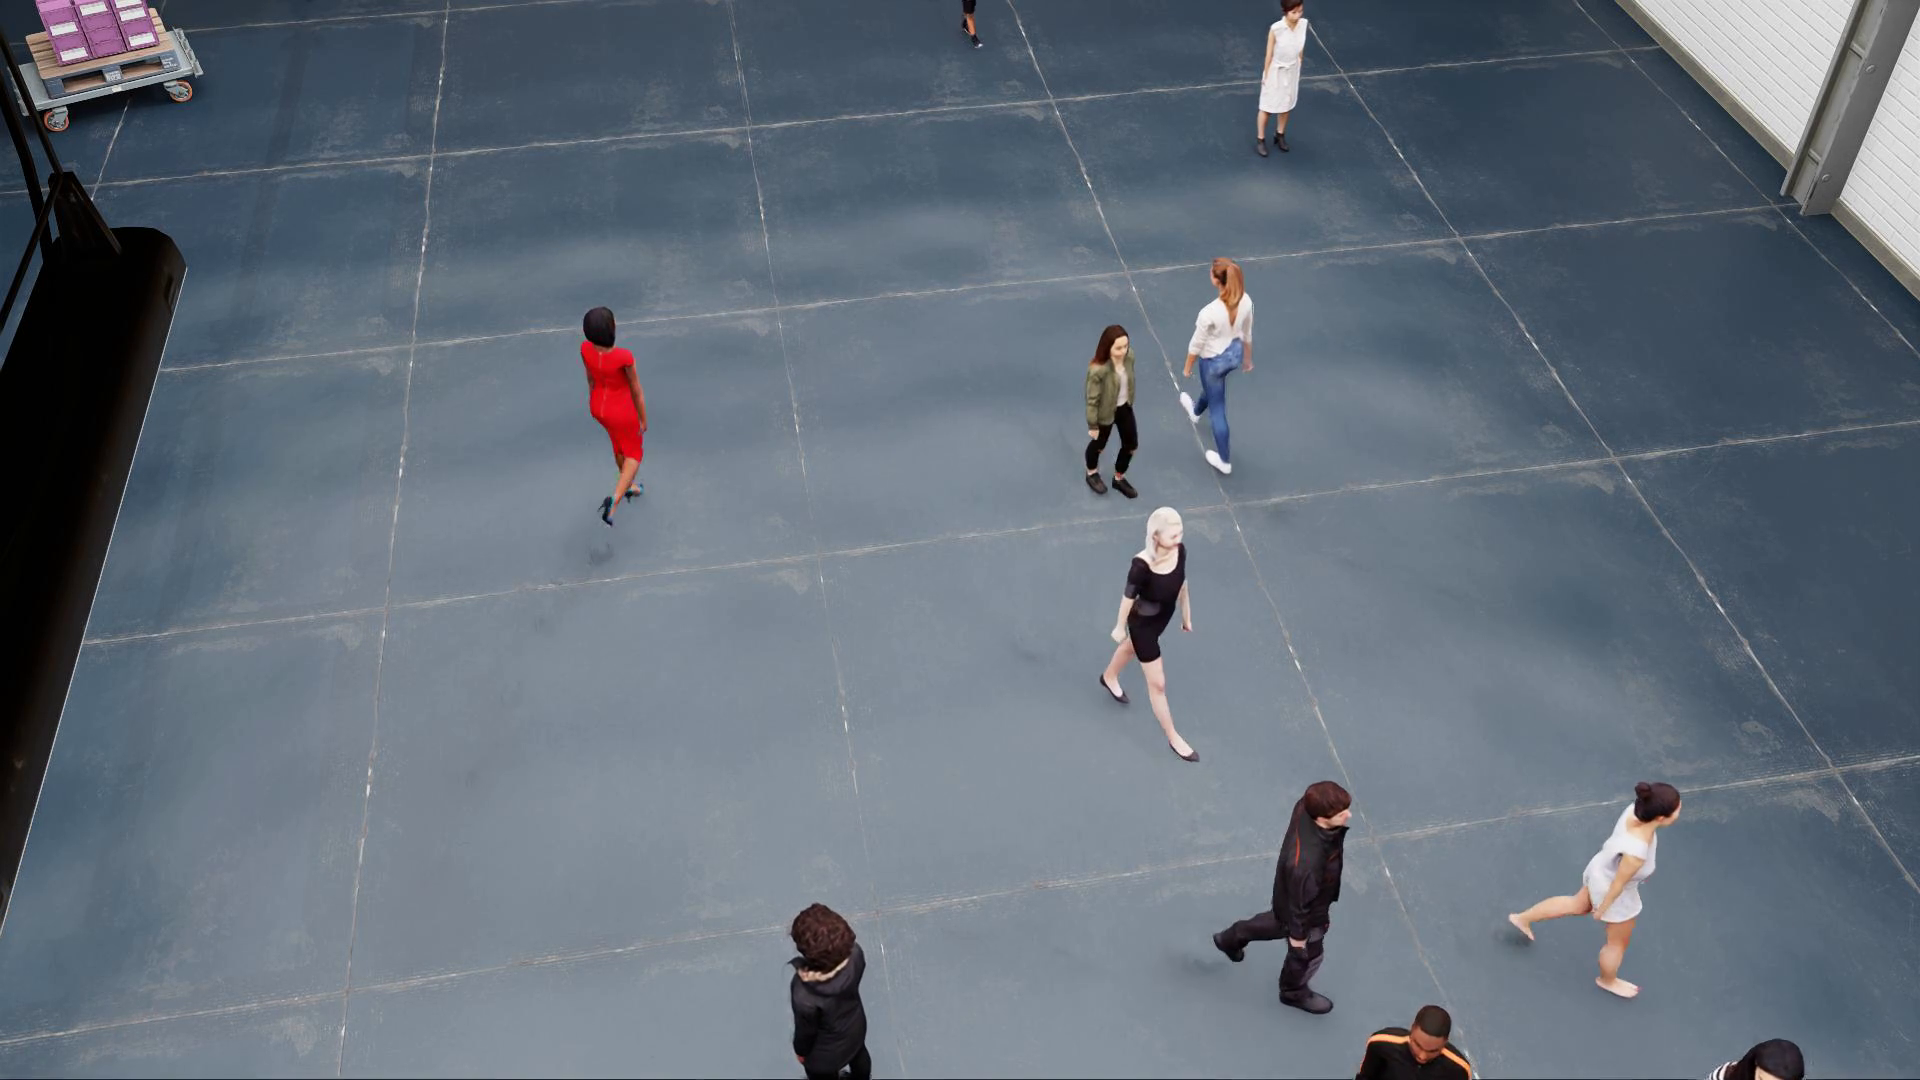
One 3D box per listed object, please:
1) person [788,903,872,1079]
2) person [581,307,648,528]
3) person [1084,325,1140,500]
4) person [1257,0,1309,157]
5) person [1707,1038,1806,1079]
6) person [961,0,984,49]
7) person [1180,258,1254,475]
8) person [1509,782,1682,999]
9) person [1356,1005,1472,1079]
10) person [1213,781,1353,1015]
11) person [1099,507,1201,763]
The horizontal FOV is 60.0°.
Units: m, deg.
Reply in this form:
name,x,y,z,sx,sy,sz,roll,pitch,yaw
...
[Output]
name,x,y,z,sx,sy,sz,roll,pitch,yaw
person,-0.619,2.349,8.060,0.785,1.779,0.722,25,49,24
person,-2.393,-0.810,11.414,0.843,1.726,0.989,14,45,14
person,1.015,-0.945,11.746,0.745,1.463,0.792,-26,50,-25
person,2.931,-4.253,15.154,0.598,1.553,0.578,-15,46,-15
person,3.539,2.736,7.662,0.851,1.767,1.015,11,45,12
person,0.097,-5.672,16.884,0.634,1.221,0.921,-17,46,-17
person,1.905,-1.201,11.850,0.891,1.691,1.128,-23,48,-22
person,3.368,1.777,8.780,0.891,1.613,0.985,12,45,13
person,2.062,2.625,7.757,0.731,1.797,0.751,12,45,12
person,1.693,1.815,8.589,1.006,1.822,1.011,11,45,11
person,1.068,0.456,10.043,1.019,1.785,1.211,-33,53,-30
